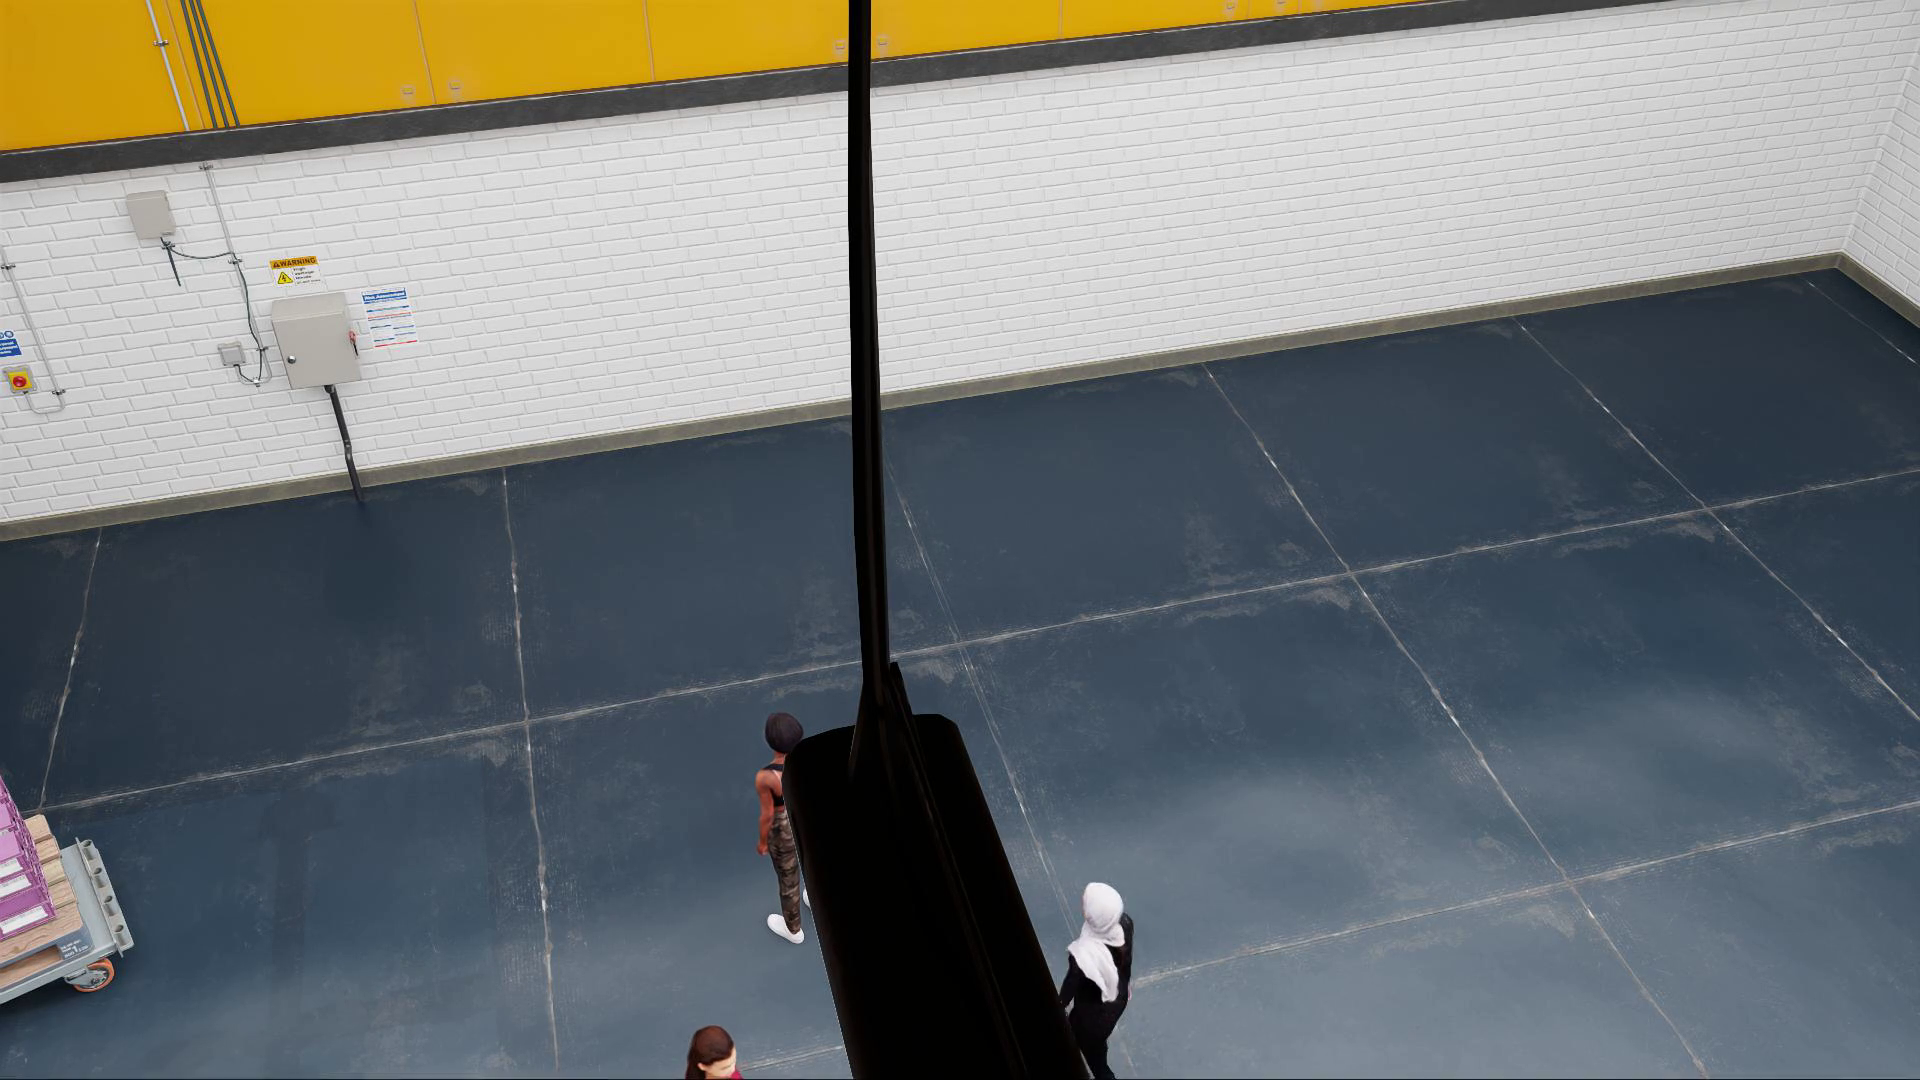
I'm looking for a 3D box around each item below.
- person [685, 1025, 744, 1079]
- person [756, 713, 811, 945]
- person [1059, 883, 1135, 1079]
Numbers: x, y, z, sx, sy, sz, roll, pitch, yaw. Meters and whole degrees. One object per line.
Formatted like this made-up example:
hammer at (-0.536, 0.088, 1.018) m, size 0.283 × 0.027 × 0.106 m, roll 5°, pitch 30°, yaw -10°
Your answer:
person at (-1.138, 2.792, 7.797) m, size 0.712 × 1.552 × 0.648 m, roll 6°, pitch 39°, yaw 7°
person at (-0.924, 1.584, 9.193) m, size 0.657 × 1.700 × 0.674 m, roll -30°, pitch 47°, yaw -32°
person at (0.750, 2.377, 8.158) m, size 1.073 × 1.751 × 0.949 m, roll 26°, pitch 45°, yaw 29°
